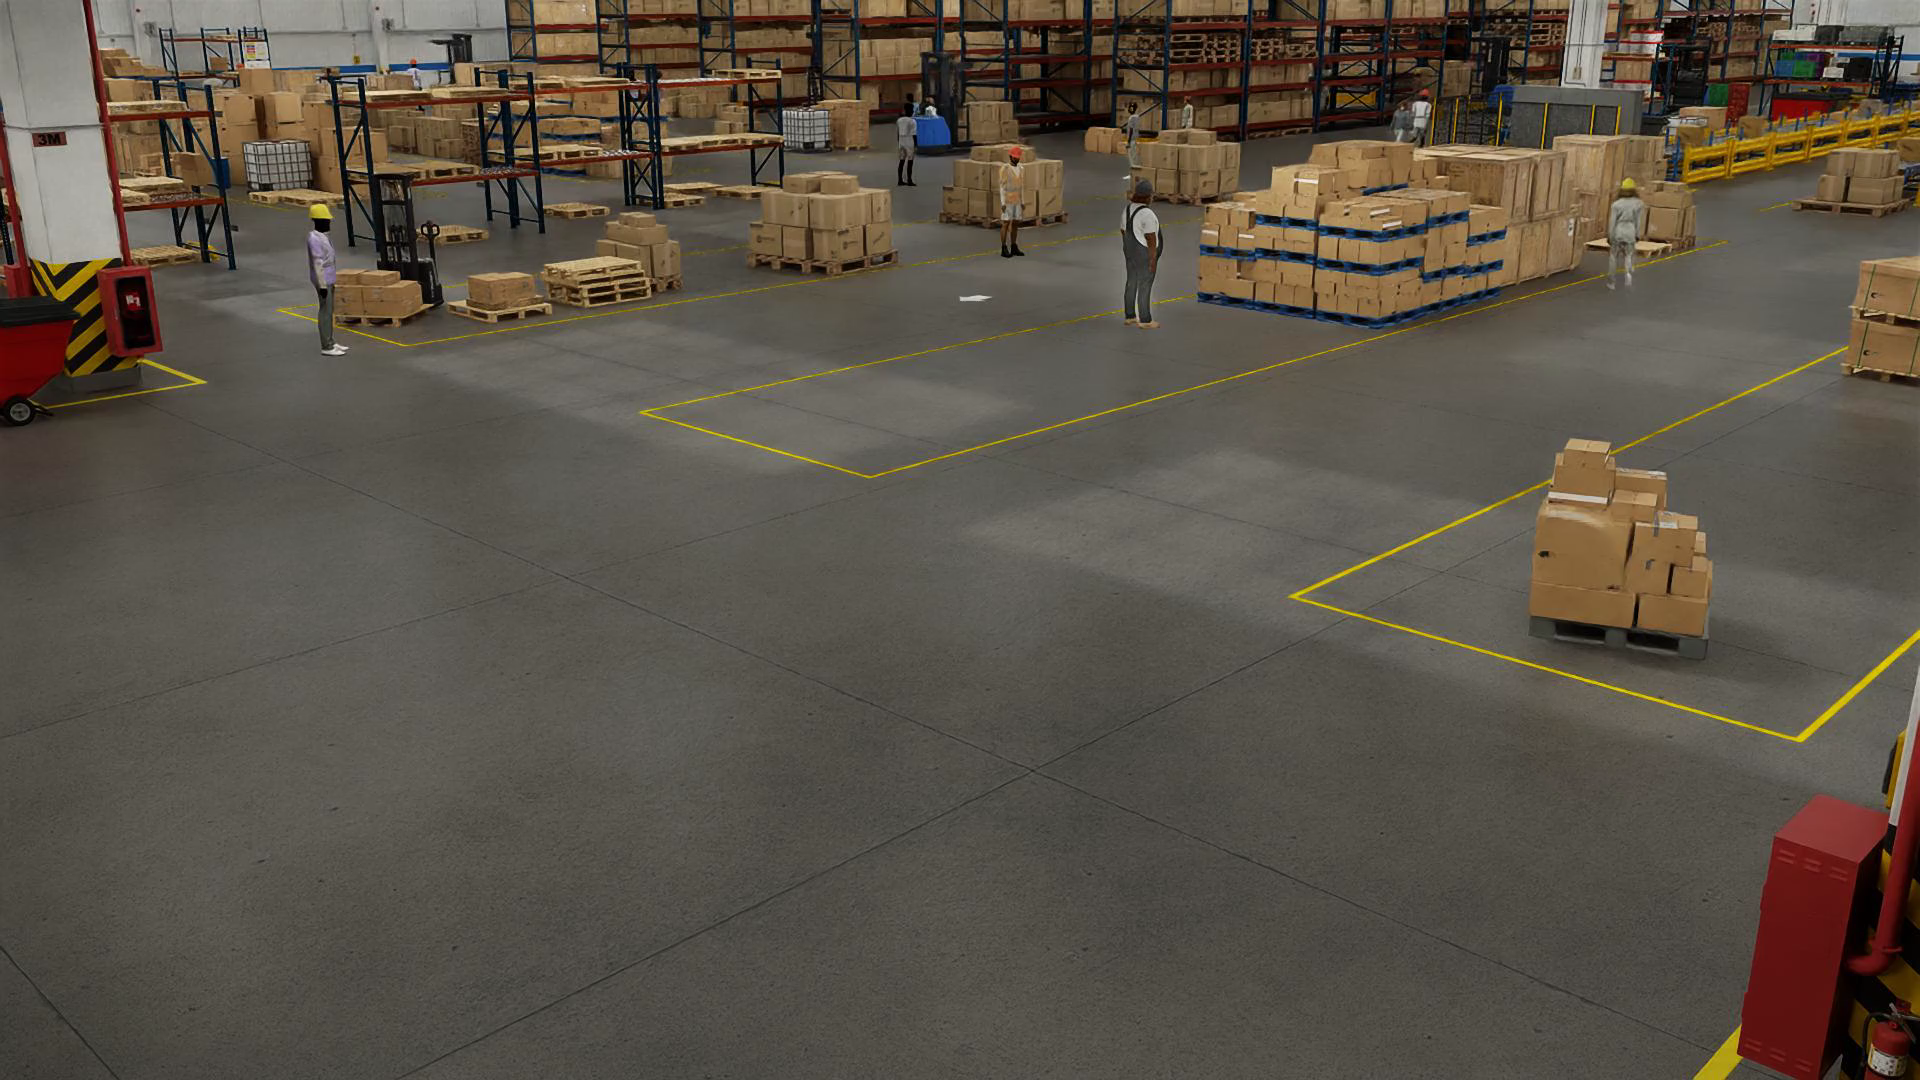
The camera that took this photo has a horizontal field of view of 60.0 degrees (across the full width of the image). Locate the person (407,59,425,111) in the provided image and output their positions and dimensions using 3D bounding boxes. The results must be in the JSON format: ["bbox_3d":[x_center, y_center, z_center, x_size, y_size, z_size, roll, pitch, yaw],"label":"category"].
[{"bbox_3d":[-20.910,-17.460,63.860,0.542,1.938,0.358,5,19,15],"label":"person"}]

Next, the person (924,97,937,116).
[{"bbox_3d":[-0.850,-11.669,46.890,0.370,1.625,0.530,11,21,29],"label":"person"}]

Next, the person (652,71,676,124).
[{"bbox_3d":[-10.373,-15.309,57.598,0.965,1.793,0.643,-12,22,-32],"label":"person"}]

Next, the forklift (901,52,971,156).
[{"bbox_3d":[-0.707,-12.311,46.874,1.129,2.768,1.873,17,25,41],"label":"forklift"}]

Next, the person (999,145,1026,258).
[{"bbox_3d":[0.939,-5.929,29.132,0.542,1.929,0.374,-15,24,-39],"label":"person"}]

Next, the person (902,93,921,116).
[{"bbox_3d":[-1.378,-11.942,47.646,0.575,1.662,0.403,1,18,4],"label":"person"}]

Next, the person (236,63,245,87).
[{"bbox_3d":[-25.566,-16.006,59.388,0.623,1.993,0.386,9,20,25],"label":"person"}]

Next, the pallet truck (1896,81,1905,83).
[{"bbox_3d":[34.802,-16.331,61.455,0.653,1.274,1.630,17,25,41],"label":"pallet truck"}]

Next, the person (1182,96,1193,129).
[{"bbox_3d":[6.431,-11.737,47.074,0.307,1.645,0.511,7,20,20],"label":"person"}]

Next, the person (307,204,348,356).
[{"bbox_3d":[-8.122,-3.337,21.325,0.375,1.925,0.595,-4,19,-11],"label":"person"}]

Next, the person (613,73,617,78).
[{"bbox_3d":[-11.024,-14.060,53.614,0.627,1.941,0.370,3,19,9],"label":"person"}]

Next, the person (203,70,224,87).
[{"bbox_3d":[-25.126,-14.880,56.119,0.639,1.922,0.764,-9,20,-26],"label":"person"}]

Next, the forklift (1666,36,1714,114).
[{"bbox_3d":[27.341,-17.291,61.877,1.129,2.768,1.873,17,25,41],"label":"forklift"}]

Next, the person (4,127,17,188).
[{"bbox_3d":[-21.523,-8.742,37.656,0.916,1.895,0.633,8,20,24],"label":"person"}]

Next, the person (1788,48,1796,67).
[{"bbox_3d":[42.965,-24.768,86.202,0.561,1.725,0.726,-8,20,-22],"label":"person"}]

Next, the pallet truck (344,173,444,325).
[{"bbox_3d":[-8.209,-4.181,23.757,0.823,1.965,1.885,3,19,9],"label":"pallet truck"}]

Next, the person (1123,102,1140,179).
[{"bbox_3d":[4.238,-9.862,41.066,0.328,1.877,0.513,8,20,23],"label":"person"}]

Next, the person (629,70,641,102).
[{"bbox_3d":[-11.039,-14.880,56.116,0.587,1.920,0.391,-10,21,-27],"label":"person"}]

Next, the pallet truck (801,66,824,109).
[{"bbox_3d":[-4.812,-15.182,56.903,0.823,1.965,1.885,-9,21,-26],"label":"pallet truck"}]

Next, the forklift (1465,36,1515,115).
[{"bbox_3d":[19.973,-17.201,61.605,1.873,2.768,1.129,16,24,40],"label":"forklift"}]

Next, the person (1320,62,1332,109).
[{"bbox_3d":[13.534,-16.857,61.981,0.733,1.991,0.395,3,19,10],"label":"person"}]

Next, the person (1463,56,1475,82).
[{"bbox_3d":[20.941,-19.008,68.599,0.713,1.889,0.654,-8,20,-23],"label":"person"}]

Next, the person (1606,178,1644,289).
[{"bbox_3d":[10.338,-4.759,25.911,0.499,1.724,0.497,3,19,9],"label":"person"}]

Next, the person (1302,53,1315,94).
[{"bbox_3d":[15.493,-20.728,73.937,0.952,1.795,0.644,-15,23,-37],"label":"person"}]

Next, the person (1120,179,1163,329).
[{"bbox_3d":[2.548,-3.957,23.016,0.538,2.000,0.687,-10,21,-28],"label":"person"}]

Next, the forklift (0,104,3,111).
[{"bbox_3d":[-30.137,-13.577,50.687,1.129,2.768,1.873,17,25,41],"label":"forklift"}]

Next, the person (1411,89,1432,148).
[{"bbox_3d":[12.619,-11.403,45.662,0.560,1.906,0.777,12,22,32],"label":"person"}]

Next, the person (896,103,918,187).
[{"bbox_3d":[-1.245,-9.366,39.451,0.606,1.958,0.377,15,24,38],"label":"person"}]

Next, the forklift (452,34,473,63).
[{"bbox_3d":[-19.328,-18.330,65.007,1.129,2.768,1.873,17,25,41],"label":"forklift"}]

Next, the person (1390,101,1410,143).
[{"bbox_3d":[12.200,-11.361,46.042,0.860,1.583,0.531,-17,25,-42],"label":"person"}]

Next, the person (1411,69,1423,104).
[{"bbox_3d":[16.792,-16.343,60.850,0.513,1.714,0.968,-17,25,-41],"label":"person"}]
